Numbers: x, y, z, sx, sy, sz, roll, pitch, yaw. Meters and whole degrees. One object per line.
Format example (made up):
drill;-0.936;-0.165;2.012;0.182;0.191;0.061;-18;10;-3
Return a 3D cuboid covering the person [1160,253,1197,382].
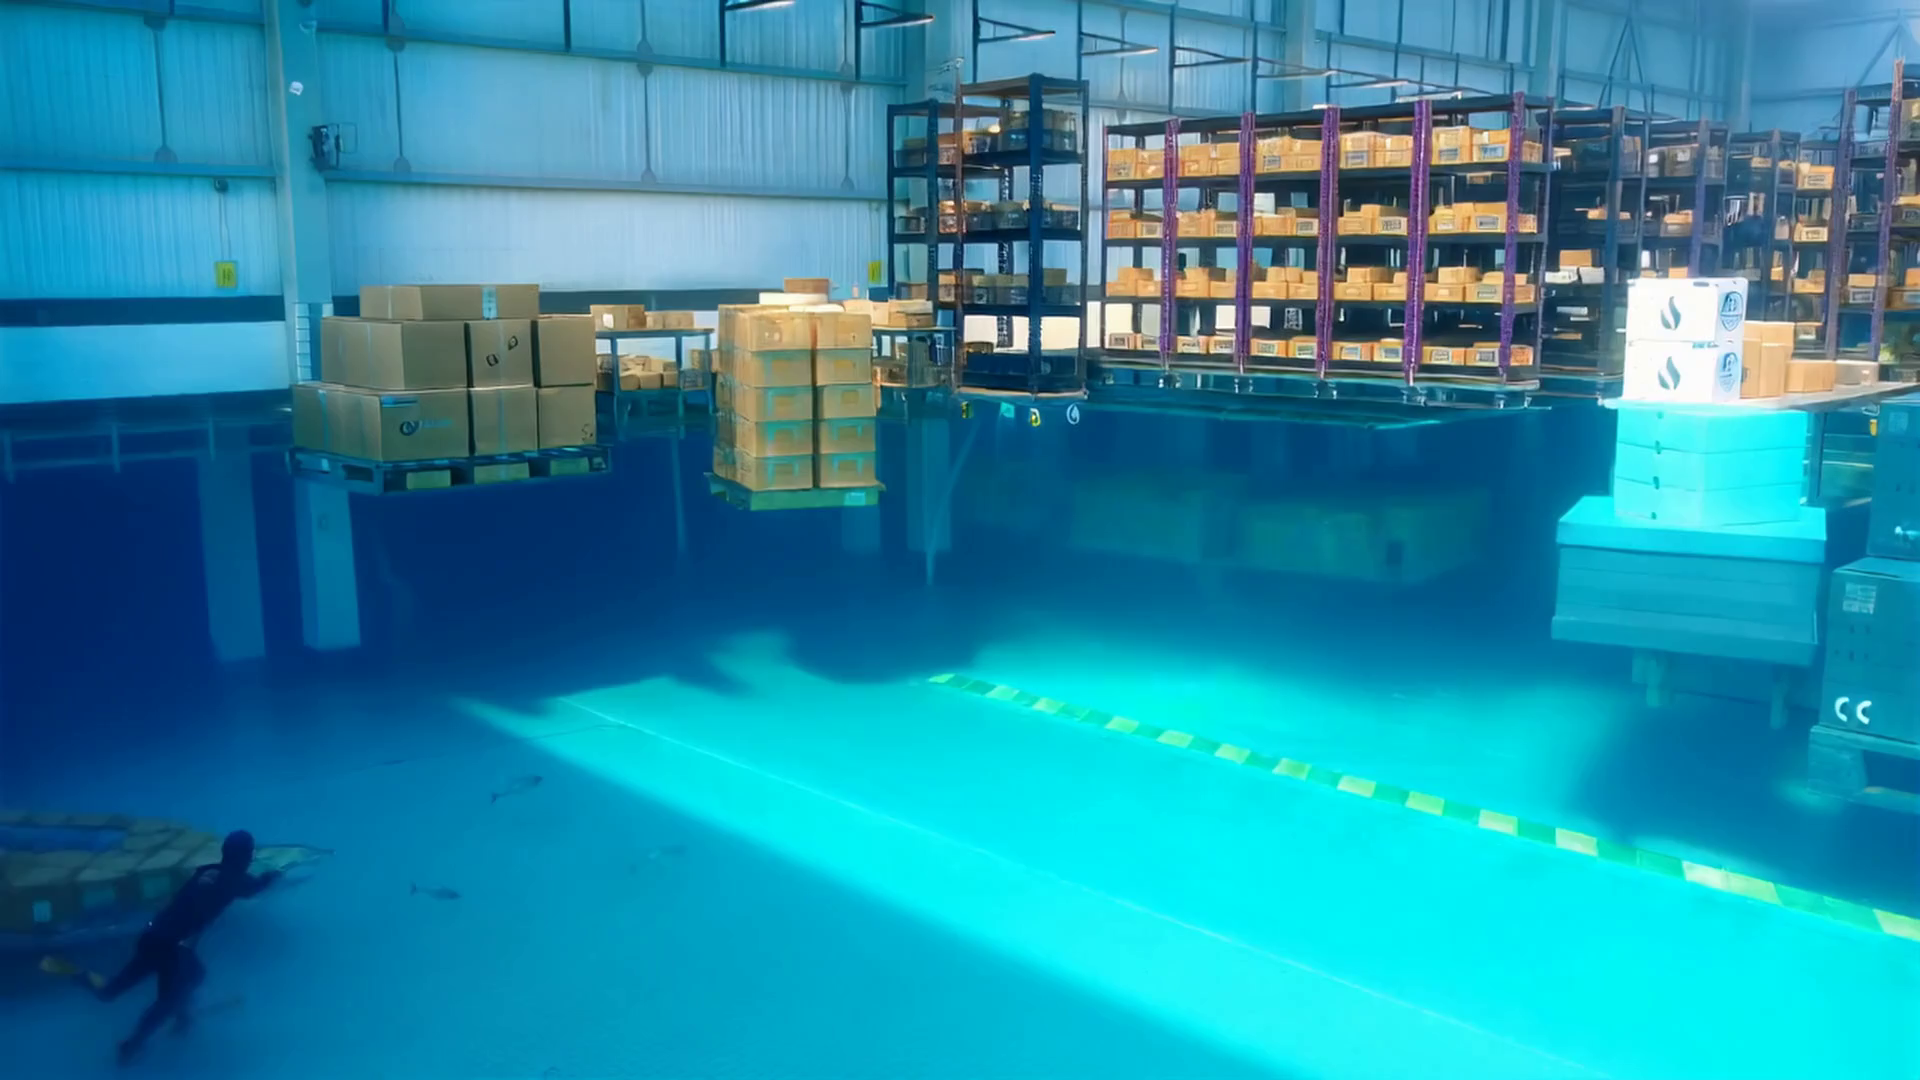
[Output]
person;3.166;-3.213;24.033;0.570;1.844;0.377;7;11;34
